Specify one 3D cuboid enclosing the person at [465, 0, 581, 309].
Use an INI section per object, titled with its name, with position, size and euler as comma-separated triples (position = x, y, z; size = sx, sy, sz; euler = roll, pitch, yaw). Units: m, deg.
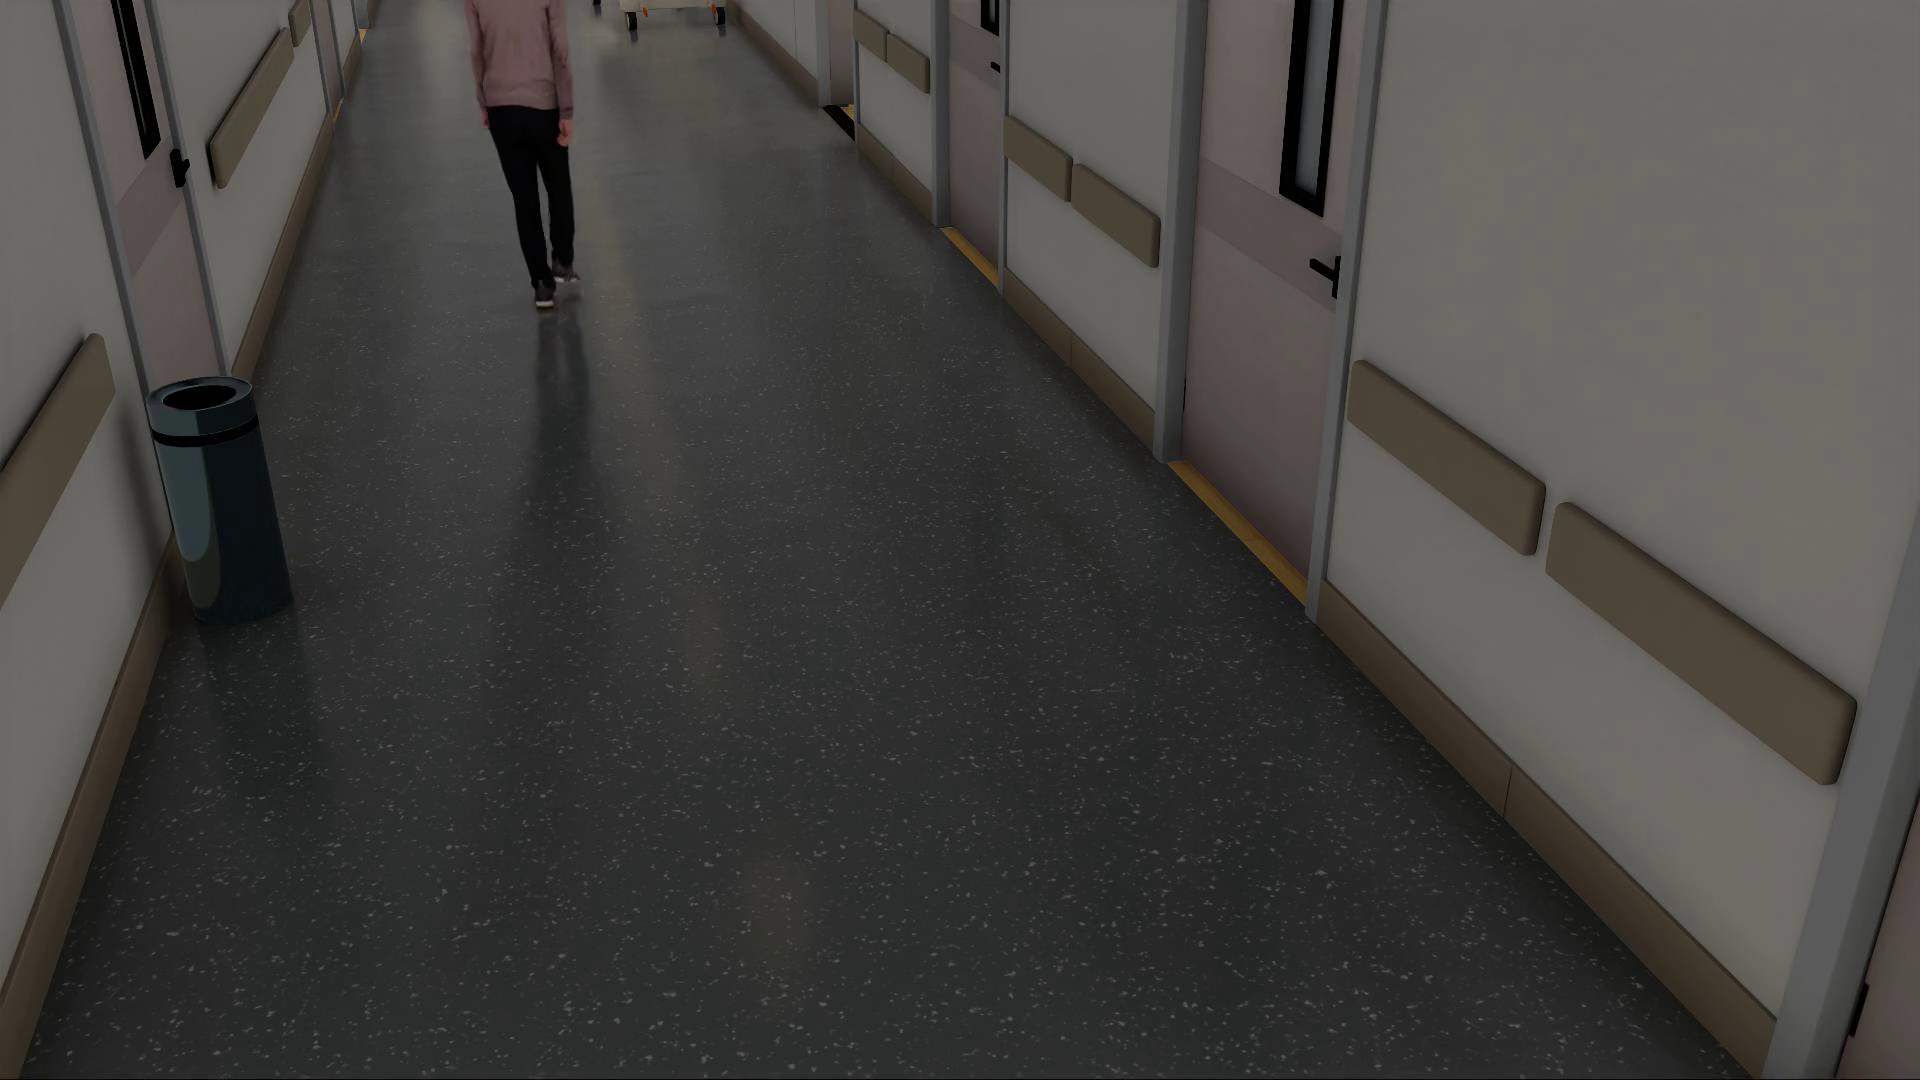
[person]
position = -2.035, -1.964, 7.747
size = 0.603, 1.794, 0.714
euler = -4, 26, -7
